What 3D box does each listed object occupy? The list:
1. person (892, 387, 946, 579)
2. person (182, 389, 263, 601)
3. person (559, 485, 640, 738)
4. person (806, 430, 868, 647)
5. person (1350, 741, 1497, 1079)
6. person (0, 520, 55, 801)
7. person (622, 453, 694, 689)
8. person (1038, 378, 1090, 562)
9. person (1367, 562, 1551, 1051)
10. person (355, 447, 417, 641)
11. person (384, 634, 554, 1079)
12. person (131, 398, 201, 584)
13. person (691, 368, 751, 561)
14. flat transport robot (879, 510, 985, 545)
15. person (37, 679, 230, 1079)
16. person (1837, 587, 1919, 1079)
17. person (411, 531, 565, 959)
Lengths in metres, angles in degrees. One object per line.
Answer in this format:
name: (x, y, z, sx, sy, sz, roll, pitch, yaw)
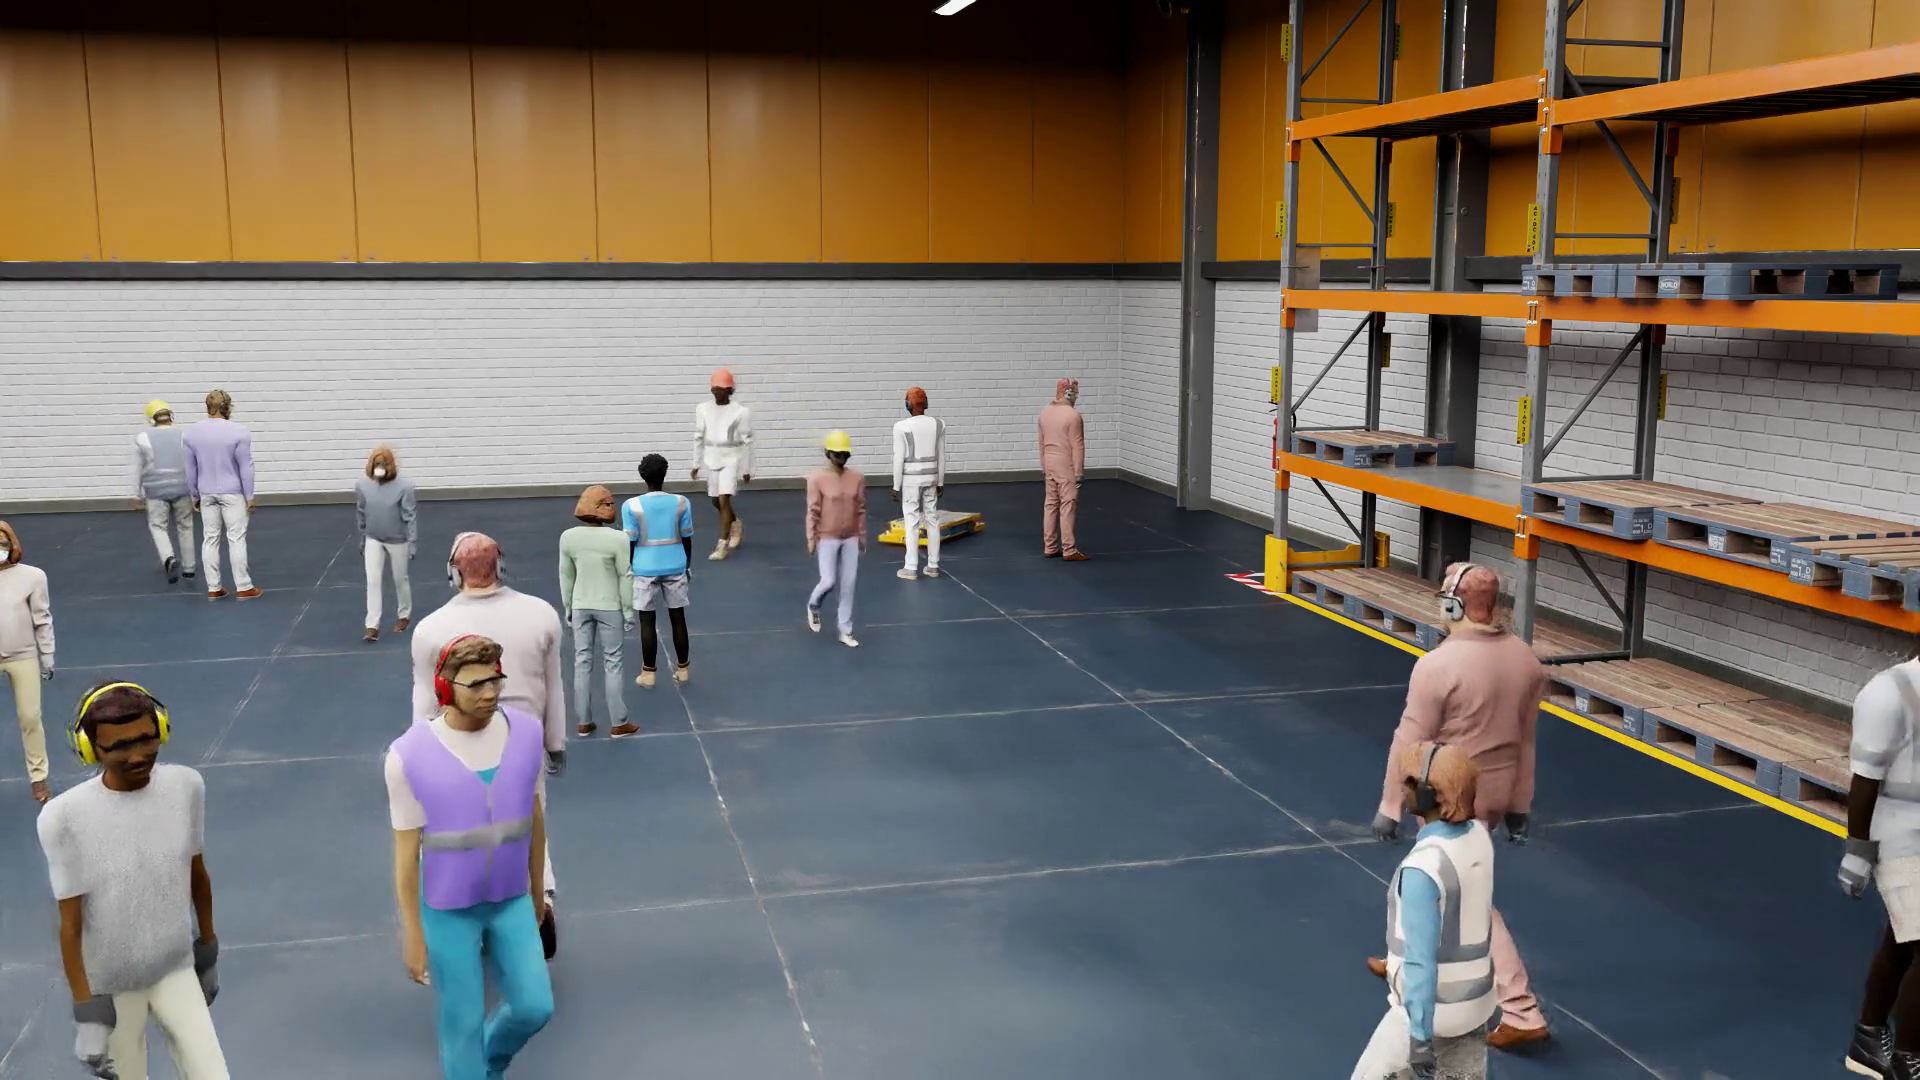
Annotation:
person: (-0.406, -0.555, 16.270, 0.574, 1.887, 0.356, -5, 11, -30)
person: (-6.722, -0.400, 15.154, 0.629, 1.934, 0.378, 1, 9, 5)
person: (-2.329, 0.461, 10.713, 0.501, 1.631, 0.285, 2, 9, 15)
person: (-1.006, -0.025, 13.389, 0.527, 1.752, 0.511, -5, 11, -31)
person: (1.365, 1.384, 4.987, 0.565, 1.618, 0.518, 9, 12, 43)
person: (-5.357, 0.688, 9.329, 0.506, 1.628, 0.277, -5, 11, -31)
person: (-2.176, 0.222, 11.997, 0.538, 1.698, 0.319, -5, 10, -27)
person: (1.095, -0.730, 17.321, 0.401, 1.901, 0.640, -6, 11, -33)
person: (1.988, 1.018, 6.539, 0.655, 1.865, 0.980, -6, 11, -35)
person: (-4.692, 0.024, 13.595, 0.521, 1.571, 0.812, 0, 9, 0)
person: (-1.604, 1.199, 5.485, 0.573, 1.831, 0.444, -9, 13, -44)
person: (-7.563, -0.450, 15.901, 0.632, 1.797, 0.611, -6, 11, -34)
person: (-2.471, -0.825, 17.596, 0.617, 2.013, 0.943, 3, 10, 20)
flat transport robot: (-0.300, -0.152, 18.775, 0.652, 0.197, 1.431, 4, 10, 25)
person: (-2.379, 1.296, 4.864, 0.459, 1.841, 0.514, 8, 12, 39)
person: (3.472, 1.079, 5.864, 0.636, 1.940, 0.679, -5, 10, -28)
person: (-1.997, 0.908, 7.133, 0.657, 1.884, 0.638, -5, 10, -28)
